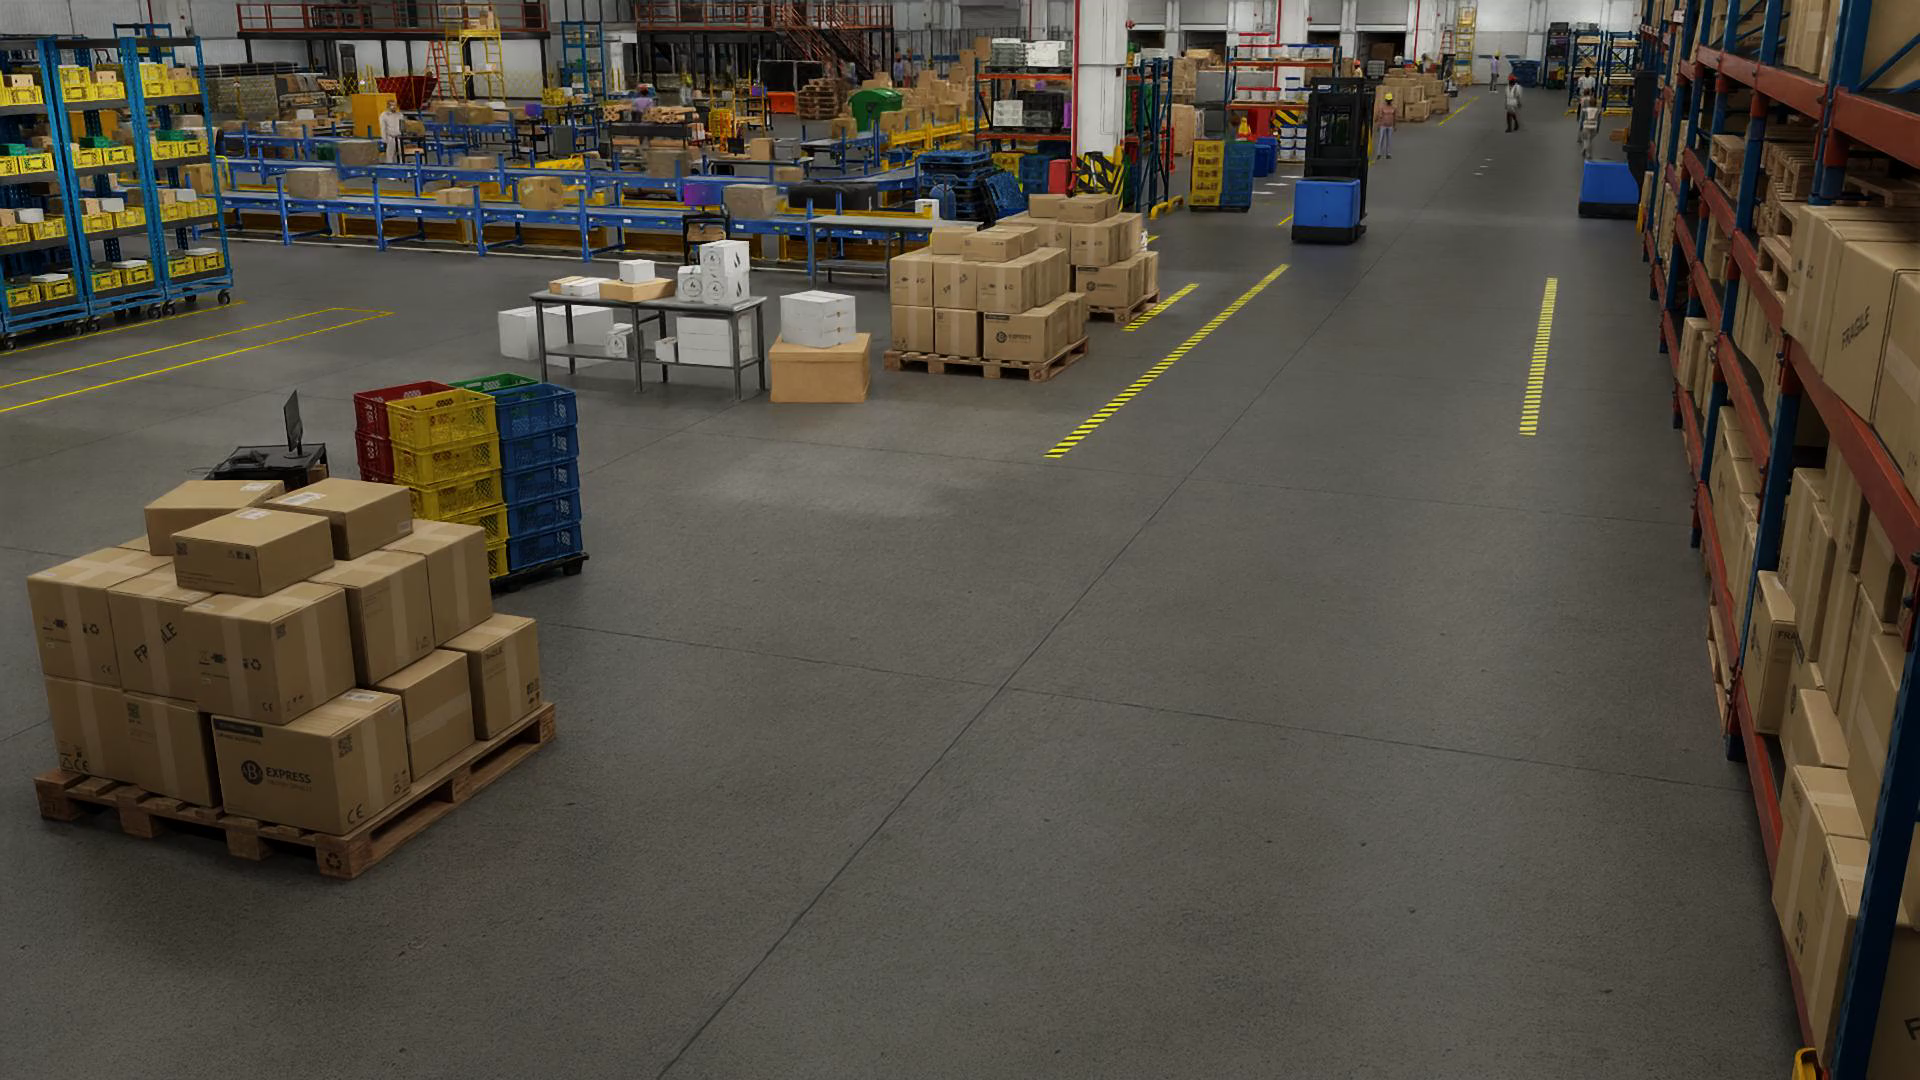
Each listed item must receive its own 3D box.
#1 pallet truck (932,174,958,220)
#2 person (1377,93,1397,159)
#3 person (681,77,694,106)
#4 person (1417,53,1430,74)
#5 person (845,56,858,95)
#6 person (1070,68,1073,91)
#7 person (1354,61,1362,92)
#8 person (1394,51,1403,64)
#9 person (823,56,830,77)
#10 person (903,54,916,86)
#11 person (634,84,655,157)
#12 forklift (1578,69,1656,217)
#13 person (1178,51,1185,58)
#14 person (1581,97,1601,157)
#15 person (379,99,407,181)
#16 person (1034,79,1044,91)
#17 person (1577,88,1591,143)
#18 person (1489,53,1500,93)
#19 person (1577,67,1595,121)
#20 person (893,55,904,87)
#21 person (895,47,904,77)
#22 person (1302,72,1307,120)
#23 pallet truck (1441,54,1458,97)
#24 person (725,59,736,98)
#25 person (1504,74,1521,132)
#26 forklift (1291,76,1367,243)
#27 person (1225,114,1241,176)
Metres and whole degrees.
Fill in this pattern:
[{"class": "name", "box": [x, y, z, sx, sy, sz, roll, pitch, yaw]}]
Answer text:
[{"class": "pallet truck", "box": [-0.507, -5.292, 27.348, 0.653, 1.274, 1.630, 6, 19, 19]}, {"class": "person", "box": [11.697, -11.334, 45.576, 0.533, 1.768, 0.311, 0, 18, -1]}, {"class": "person", "box": [-9.159, -14.669, 56.021, 0.710, 1.786, 0.585, 13, 22, 35]}, {"class": "person", "box": [22.216, -22.312, 79.623, 0.805, 2.000, 0.686, -4, 18, -12]}, {"class": "person", "box": [-5.005, -21.882, 78.558, 0.989, 1.867, 0.602, -8, 19, -25]}, {"class": "person", "box": [5.364, -21.524, 77.439, 0.691, 1.865, 0.588, -5, 18, -14]}, {"class": "person", "box": [16.638, -19.127, 69.808, 0.400, 1.928, 0.542, 9, 20, 27]}, {"class": "person", "box": [23.747, -25.560, 90.119, 0.507, 1.865, 0.329, 7, 19, 21]}, {"class": "person", "box": [-6.466, -22.439, 80.368, 0.968, 1.841, 0.576, -7, 19, -20]}, {"class": "person", "box": [-2.405, -21.955, 78.650, 0.651, 1.942, 0.997, 3, 18, 10]}, {"class": "person", "box": [-8.667, -11.469, 45.620, 0.615, 2.006, 0.866, 5, 18, 17]}, {"class": "forklift", "box": [13.219, -7.740, 32.475, 1.873, 2.768, 1.129, 6, 19, 18]}, {"class": "person", "box": [12.004, -25.479, 89.904, 0.624, 1.841, 0.430, -11, 21, -32]}, {"class": "person", "box": [17.510, -11.458, 46.202, 0.517, 1.625, 0.439, 6, 19, 18]}, {"class": "person", "box": [-13.558, -9.596, 39.908, 0.397, 1.900, 0.646, 15, 23, 39]}, {"class": "person", "box": [2.872, -15.665, 58.989, 0.931, 1.903, 0.551, 8, 19, 23]}, {"class": "person", "box": [19.312, -13.123, 51.402, 0.307, 1.641, 0.512, -1, 18, -3]}, {"class": "person", "box": [26.601, -23.219, 82.657, 0.367, 1.927, 0.587, -7, 19, -20]}, {"class": "person", "box": [23.017, -16.407, 61.217, 0.606, 1.958, 0.382, 4, 18, 12]}, {"class": "person", "box": [-2.944, -22.440, 80.270, 0.568, 1.884, 1.006, 0, 18, 2]}, {"class": "person", "box": [-3.744, -29.305, 102.038, 0.971, 1.783, 0.645, 2, 18, 6]}, {"class": "person", "box": [12.342, -16.126, 60.563, 0.987, 1.832, 0.511, 7, 19, 21]}, {"class": "pallet truck", "box": [22.765, -21.886, 78.355, 0.823, 1.965, 1.885, -4, 18, -14]}, {"class": "person", "box": [-10.479, -21.074, 76.085, 0.771, 1.815, 0.521, -9, 20, -25]}, {"class": "person", "box": [18.453, -14.594, 55.574, 0.514, 1.915, 0.576, -13, 22, -35]}, {"class": "forklift", "box": [6.598, -6.755, 29.381, 1.129, 2.768, 1.873, 6, 19, 19]}, {"class": "person", "box": [6.337, -9.169, 39.036, 0.601, 1.587, 0.520, -1, 18, -4]}]
